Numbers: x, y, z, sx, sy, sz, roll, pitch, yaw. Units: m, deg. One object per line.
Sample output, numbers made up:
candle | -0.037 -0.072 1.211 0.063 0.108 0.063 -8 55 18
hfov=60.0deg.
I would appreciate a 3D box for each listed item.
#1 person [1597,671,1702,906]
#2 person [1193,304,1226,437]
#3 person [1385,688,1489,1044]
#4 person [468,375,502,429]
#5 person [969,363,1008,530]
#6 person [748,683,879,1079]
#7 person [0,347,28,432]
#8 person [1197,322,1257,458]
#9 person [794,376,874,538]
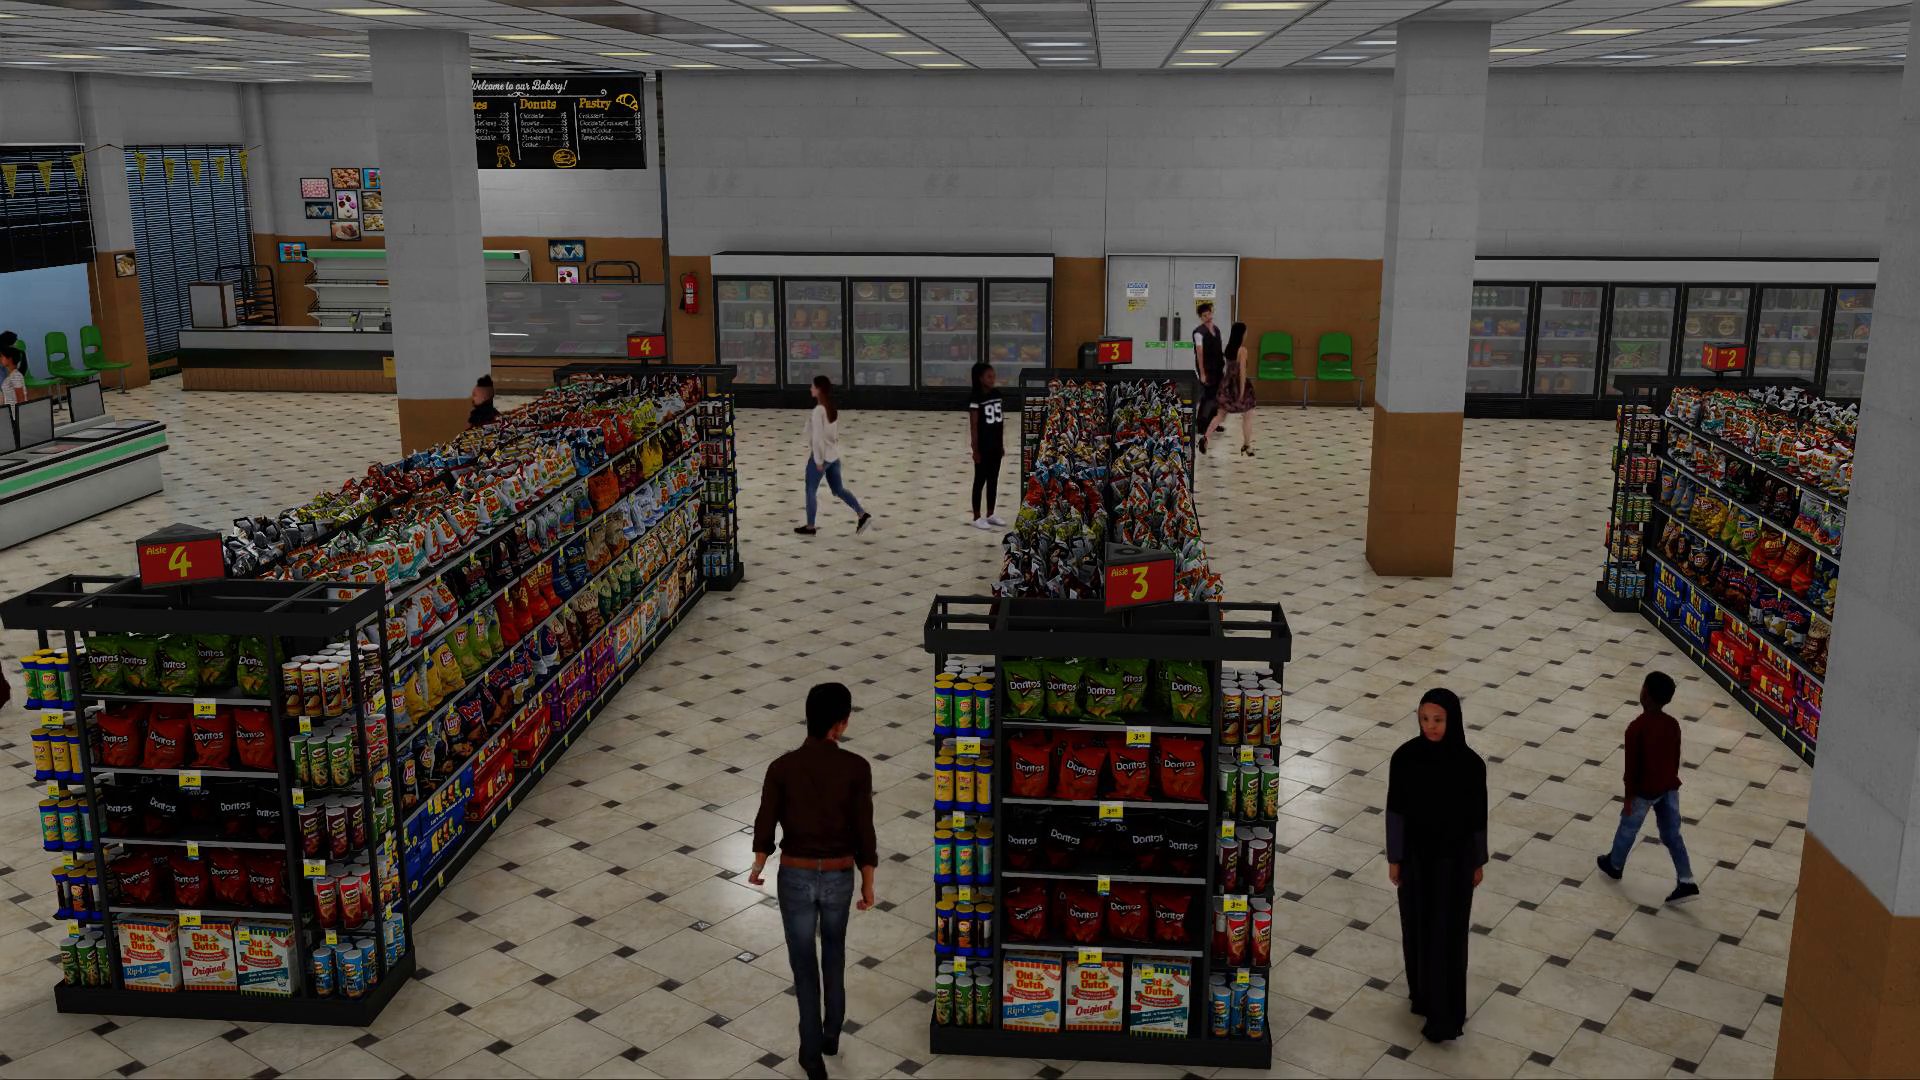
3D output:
person | 3.750 1.341 8.877 0.734 1.244 0.958 -5 14 -19
person | 3.404 -2.291 22.660 0.946 1.805 0.840 8 16 30
person | 2.224 1.432 7.730 0.806 1.607 0.947 7 15 28
person | -4.349 -0.620 15.665 0.983 1.854 0.875 -7 15 -25
person | 0.275 -0.993 17.468 0.763 1.731 0.687 13 18 42
person | -0.592 1.505 7.112 0.779 1.758 0.763 -4 14 -17
person | -11.053 -1.453 19.542 0.716 1.646 0.637 -9 16 -32
person | 3.380 -1.838 20.936 1.159 1.738 1.155 -10 17 -34
person | -1.294 -0.815 16.879 0.905 1.663 1.088 6 15 22
